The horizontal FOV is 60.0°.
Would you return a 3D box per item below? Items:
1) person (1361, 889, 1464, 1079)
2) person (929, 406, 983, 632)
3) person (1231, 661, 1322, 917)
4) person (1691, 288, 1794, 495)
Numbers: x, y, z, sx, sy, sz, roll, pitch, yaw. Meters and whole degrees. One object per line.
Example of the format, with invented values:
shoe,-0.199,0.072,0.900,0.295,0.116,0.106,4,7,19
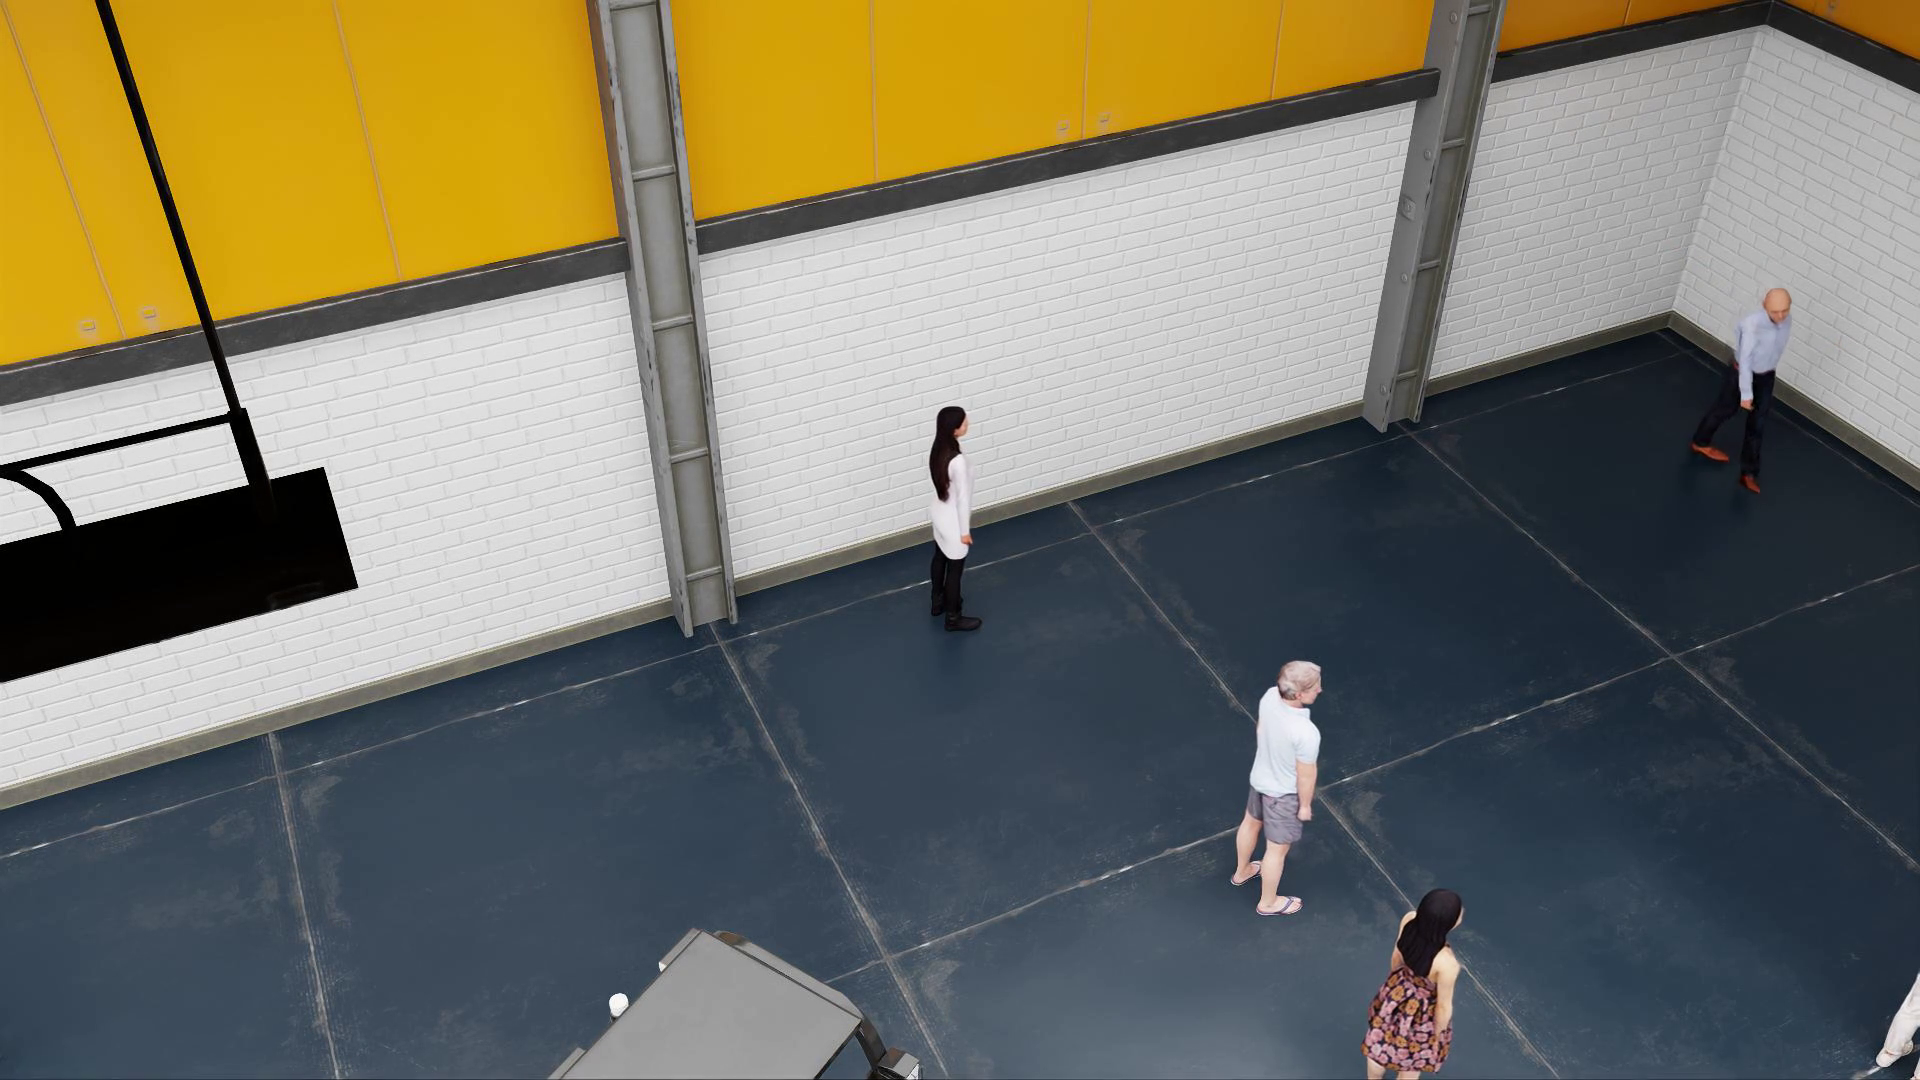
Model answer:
person,2.269,2.351,8.297,0.654,1.773,0.653,-15,41,-18
person,-0.073,-0.152,11.405,0.513,1.807,0.602,-15,41,-18
person,1.800,1.393,9.452,0.548,1.830,0.637,-15,41,-18
person,6.066,-1.261,12.856,1.043,1.728,0.854,-17,42,-20
